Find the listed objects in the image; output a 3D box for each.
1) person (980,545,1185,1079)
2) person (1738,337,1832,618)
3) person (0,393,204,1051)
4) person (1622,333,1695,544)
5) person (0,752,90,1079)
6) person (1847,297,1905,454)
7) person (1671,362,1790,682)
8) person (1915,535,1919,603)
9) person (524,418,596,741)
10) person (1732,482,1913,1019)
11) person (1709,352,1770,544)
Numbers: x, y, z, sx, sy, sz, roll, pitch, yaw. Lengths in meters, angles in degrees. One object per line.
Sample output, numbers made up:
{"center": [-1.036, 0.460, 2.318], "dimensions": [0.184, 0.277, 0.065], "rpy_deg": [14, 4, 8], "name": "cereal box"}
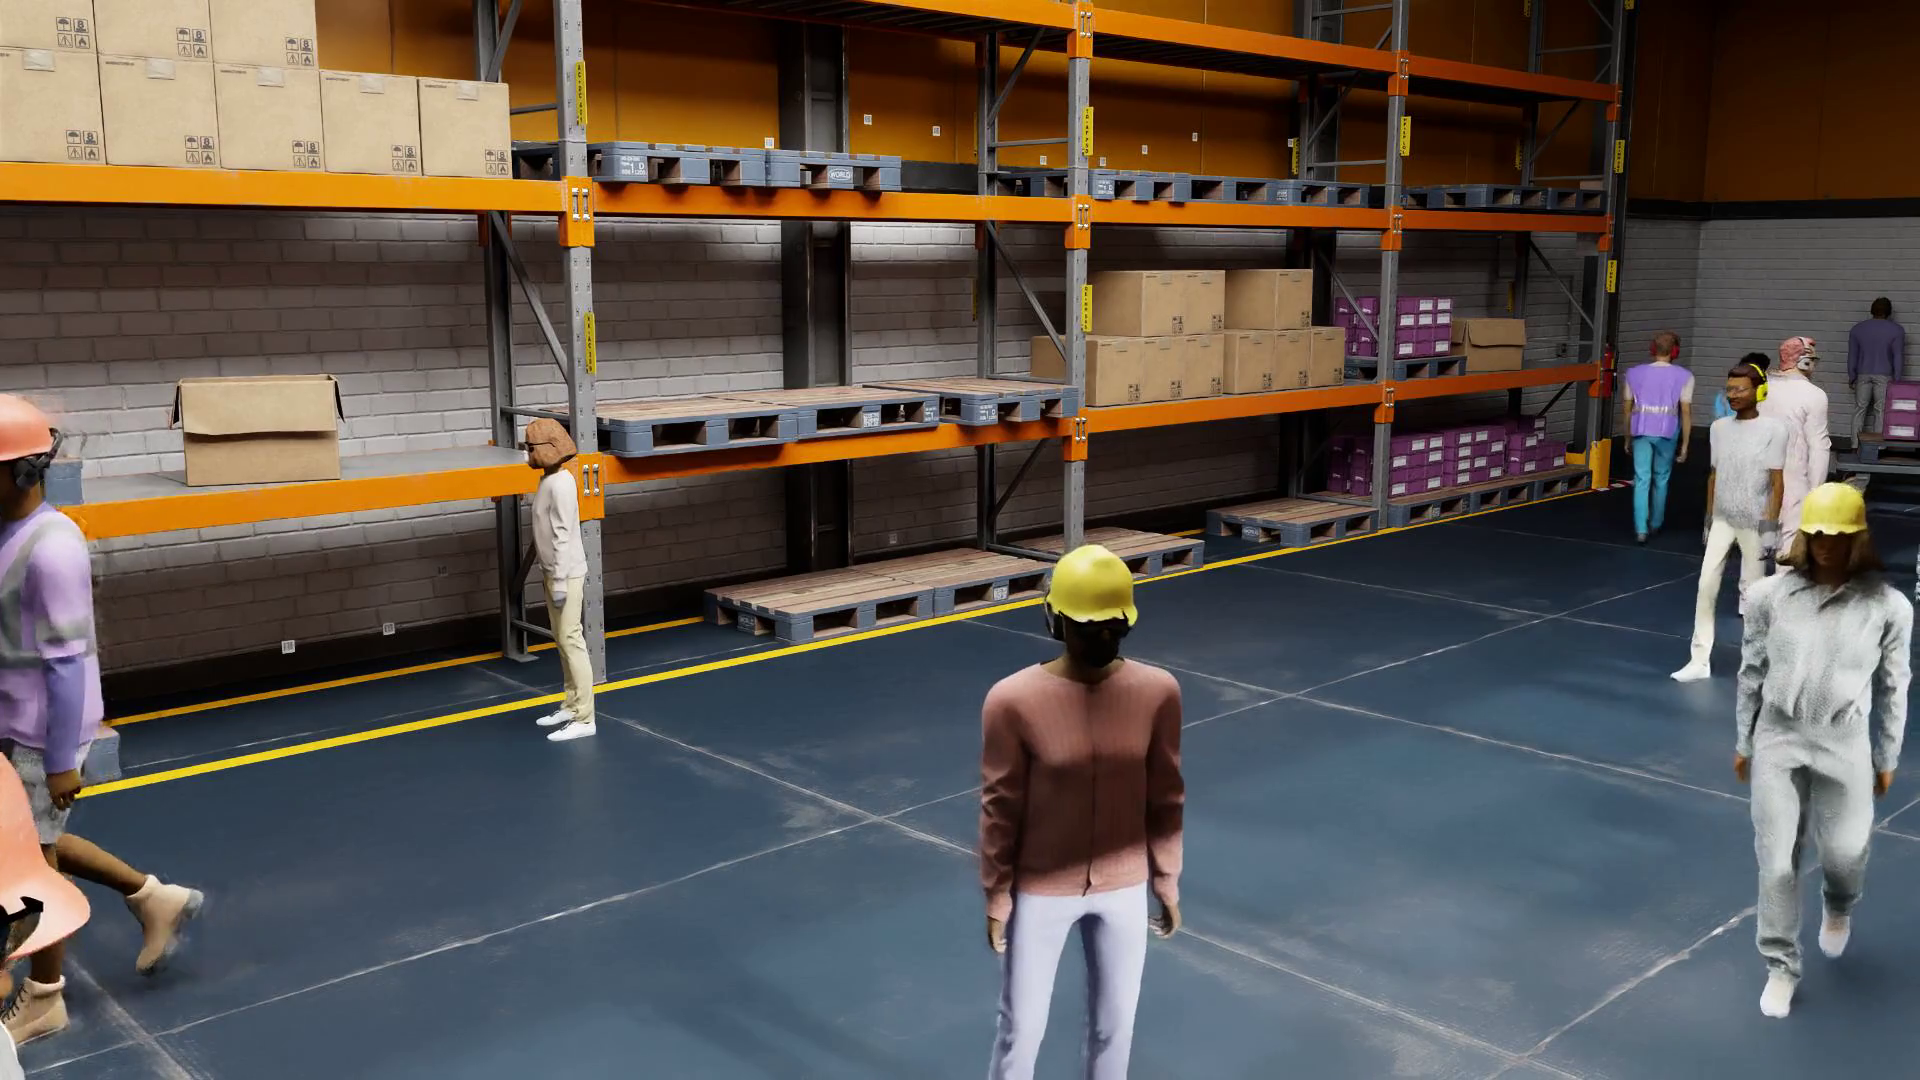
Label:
{"center": [0.309, 0.864, 4.135], "dimensions": [0.525, 1.750, 0.386], "rpy_deg": [-3, 10, -15], "name": "person"}
{"center": [5.476, -0.390, 11.024], "dimensions": [0.401, 1.904, 0.651], "rpy_deg": [-4, 11, -23], "name": "person"}
{"center": [-2.793, 0.551, 5.143], "dimensions": [0.686, 2.029, 0.631], "rpy_deg": [-8, 13, -40], "name": "person"}
{"center": [5.929, -0.868, 14.196], "dimensions": [0.565, 1.782, 0.973], "rpy_deg": [5, 11, 26], "name": "person"}
{"center": [-0.977, 1.149, 1.612], "dimensions": [0.390, 2.039, 0.614], "rpy_deg": [-2, 10, -10], "name": "person"}
{"center": [11.134, -1.981, 20.236], "dimensions": [0.363, 1.939, 0.636], "rpy_deg": [-9, 13, -41], "name": "person"}
{"center": [4.521, -0.107, 9.549], "dimensions": [0.868, 1.843, 0.525], "rpy_deg": [-6, 11, -32], "name": "person"}
{"center": [5.099, 0.214, 8.367], "dimensions": [0.502, 1.603, 0.707], "rpy_deg": [5, 11, 27], "name": "person"}
{"center": [-2.039, 0.193, 8.434], "dimensions": [0.285, 1.626, 0.495], "rpy_deg": [-4, 11, -23], "name": "person"}
{"center": [2.789, 0.657, 5.415], "dimensions": [0.490, 1.729, 0.550], "rpy_deg": [6, 11, 31], "name": "person"}
{"center": [6.435, -0.726, 13.744], "dimensions": [0.825, 1.649, 0.521], "rpy_deg": [-7, 12, -35], "name": "person"}
